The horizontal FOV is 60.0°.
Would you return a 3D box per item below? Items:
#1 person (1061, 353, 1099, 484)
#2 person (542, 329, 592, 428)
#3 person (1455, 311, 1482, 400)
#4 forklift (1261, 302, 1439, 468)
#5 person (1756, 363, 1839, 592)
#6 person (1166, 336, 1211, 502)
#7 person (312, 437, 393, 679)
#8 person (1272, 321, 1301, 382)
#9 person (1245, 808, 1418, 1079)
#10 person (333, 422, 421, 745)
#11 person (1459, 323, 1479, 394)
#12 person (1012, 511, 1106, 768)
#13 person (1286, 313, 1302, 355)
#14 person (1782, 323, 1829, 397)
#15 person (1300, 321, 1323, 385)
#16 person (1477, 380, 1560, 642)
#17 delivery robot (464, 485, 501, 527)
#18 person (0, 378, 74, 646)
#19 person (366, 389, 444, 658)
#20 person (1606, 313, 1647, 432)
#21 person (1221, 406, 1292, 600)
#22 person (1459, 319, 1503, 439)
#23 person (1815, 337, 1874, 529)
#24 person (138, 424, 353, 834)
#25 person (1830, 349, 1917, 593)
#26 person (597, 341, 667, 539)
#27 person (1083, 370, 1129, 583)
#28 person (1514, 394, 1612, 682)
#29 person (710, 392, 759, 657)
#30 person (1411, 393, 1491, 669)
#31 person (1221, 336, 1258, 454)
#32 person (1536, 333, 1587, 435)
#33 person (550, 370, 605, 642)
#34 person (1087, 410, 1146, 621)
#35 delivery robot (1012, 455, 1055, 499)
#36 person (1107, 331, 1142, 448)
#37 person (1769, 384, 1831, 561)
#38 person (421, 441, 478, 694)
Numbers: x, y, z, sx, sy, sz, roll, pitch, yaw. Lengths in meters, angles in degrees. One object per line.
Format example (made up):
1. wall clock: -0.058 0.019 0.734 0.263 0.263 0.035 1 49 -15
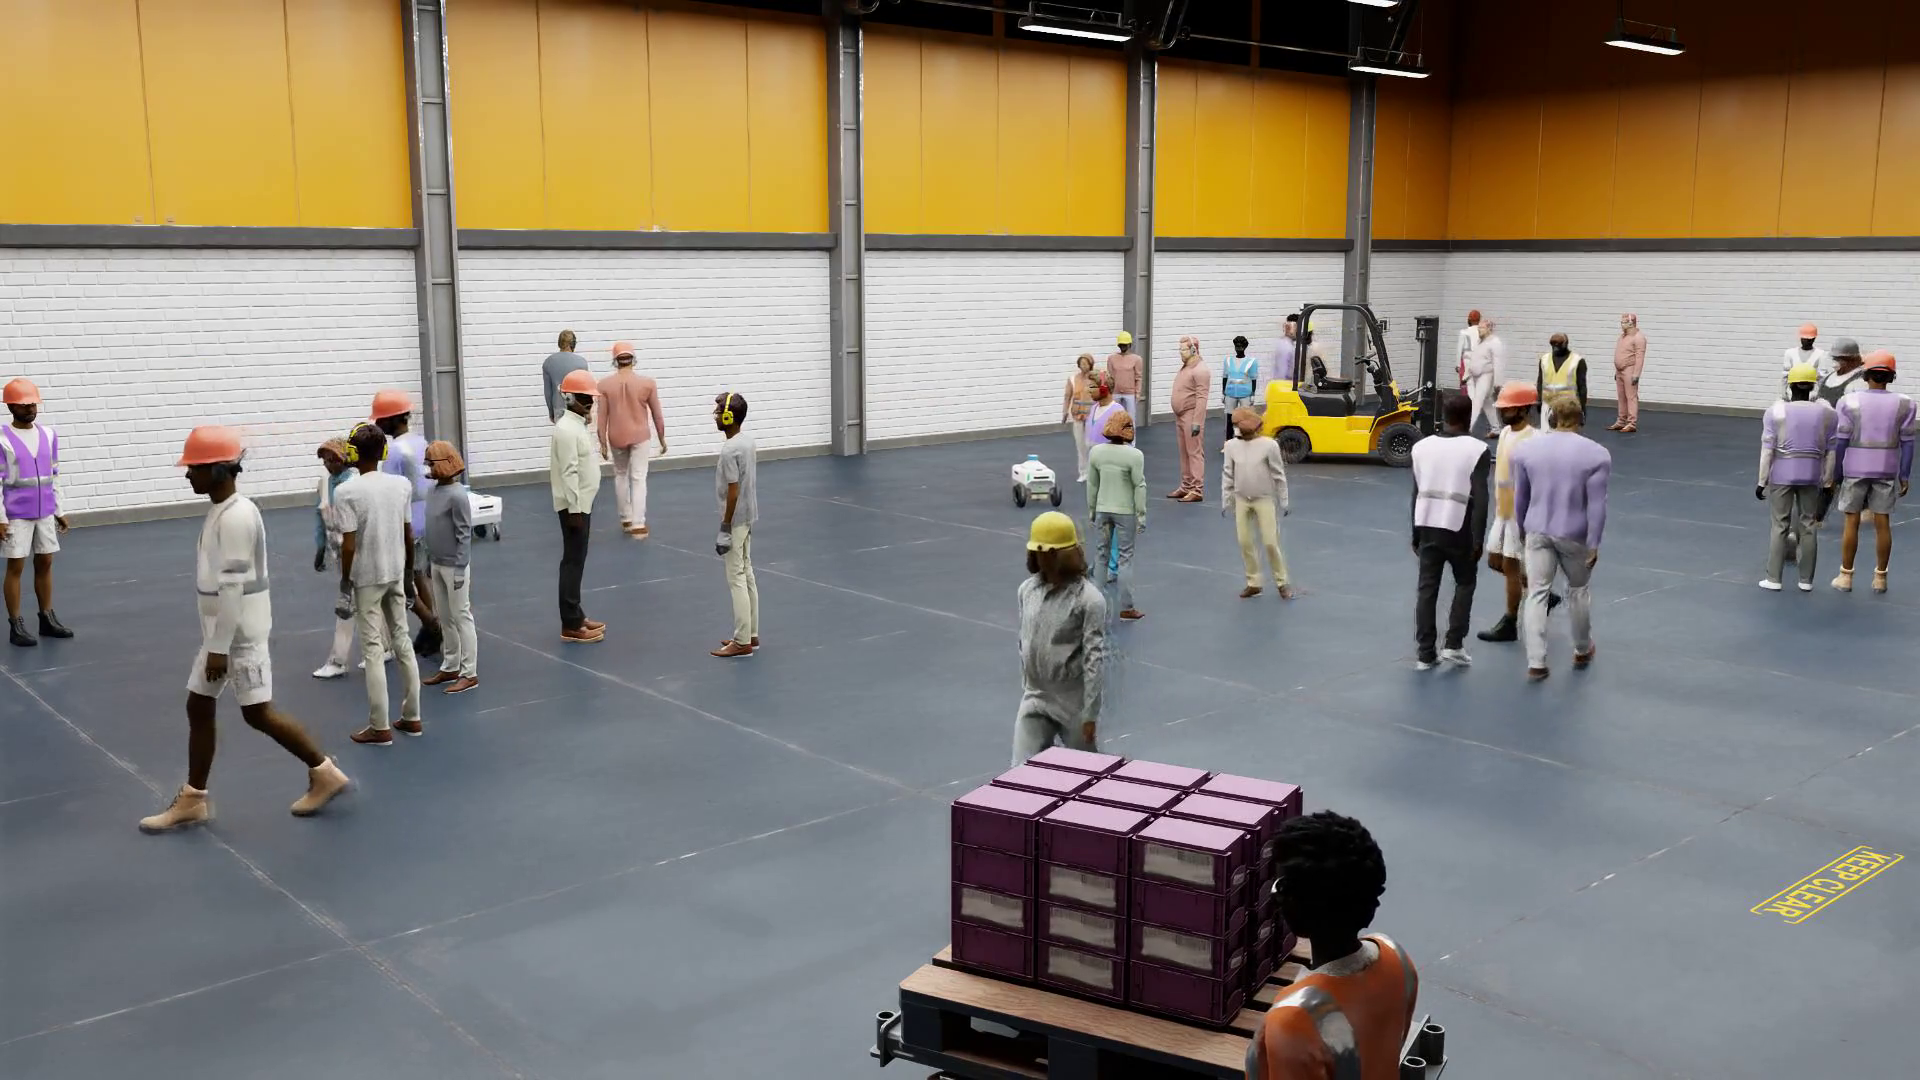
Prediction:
1. person: 1.534 -1.495 20.571 0.540 1.619 0.540 5 11 27
2. person: -4.704 -1.560 20.026 0.627 1.938 0.372 4 10 20
3. person: 9.069 -3.129 29.457 0.622 1.846 0.888 0 10 -2
4. forklift: 5.320 -2.157 22.763 2.313 2.155 1.214 3 10 16
5. person: 7.009 -0.520 13.969 0.595 1.923 0.380 2 10 10
6. person: 2.622 -1.389 19.115 0.408 1.906 0.638 -2 10 -12
7. person: -4.146 0.116 11.140 0.554 1.599 0.748 6 12 33
8. person: 4.853 -2.245 24.262 0.968 1.862 0.661 1 10 6
9. person: 0.758 1.386 3.475 0.318 1.697 0.533 7 12 34
10. person: -3.374 0.253 9.606 0.325 1.871 0.516 7 12 35
11. person: 9.740 -3.437 31.667 0.549 1.701 0.739 8 12 38
12. person: 0.471 0.715 7.445 0.497 1.729 0.799 8 12 38
13. person: 4.993 -2.408 24.904 0.367 1.966 0.607 -9 13 -42
14. person: 11.385 -1.964 22.460 0.556 1.923 0.430 7 12 37
15. person: 5.102 -2.267 24.382 1.008 1.856 0.581 -1 10 -8
16. person: 4.104 -0.207 12.113 0.594 1.927 0.574 -1 10 -8
17. delivery robot: -4.870 -0.293 16.373 0.477 0.478 0.707 7 12 35
18. person: -6.766 -0.209 12.109 0.368 1.939 0.542 5 11 27
19. person: -3.811 -0.098 11.531 0.513 1.910 0.558 1 10 5
20. person: 10.678 -2.674 26.652 0.403 1.904 0.637 -1 10 -7
21. person: 2.413 -0.299 13.624 0.559 1.597 0.415 7 12 34
22. person: 7.941 -2.446 25.445 0.957 1.857 0.649 -1 10 -9
23. person: 9.147 -1.125 17.172 0.974 2.000 0.680 -1 10 -5
24. person: -3.547 0.430 8.171 0.952 2.010 0.629 -6 12 -33
25. person: 7.622 -0.575 13.942 0.616 2.041 0.378 3 10 16
26. person: -3.300 -1.020 16.797 0.660 1.944 0.911 -1 10 -4
27. person: 1.275 -0.548 14.383 0.396 1.840 0.564 -3 10 -18
28. person: 4.046 -0.031 11.207 0.632 1.888 0.927 5 11 29
29. person: -1.595 -0.108 11.716 0.328 1.872 0.510 1 10 8
30. person: 3.325 -0.057 11.377 0.608 1.881 0.520 8 13 40
31. person: 3.958 -2.052 23.607 0.533 1.697 0.318 5 11 25
32. person: 7.851 -1.789 21.695 0.691 1.823 0.508 8 12 38
33. person: -2.798 -0.254 12.215 0.391 1.990 0.621 -1 10 -7
34. person: 1.219 -0.193 12.902 0.508 1.632 0.265 7 12 36
35. delivery robot: 0.832 -0.722 18.884 0.477 0.478 0.707 -2 10 -12
36. person: 2.297 -2.053 23.414 0.524 1.768 0.312 3 10 19
37. person: 7.746 -0.711 15.425 0.511 1.819 0.832 7 12 36
38. person: -3.326 0.170 10.783 0.283 1.633 0.500 -9 13 -42
